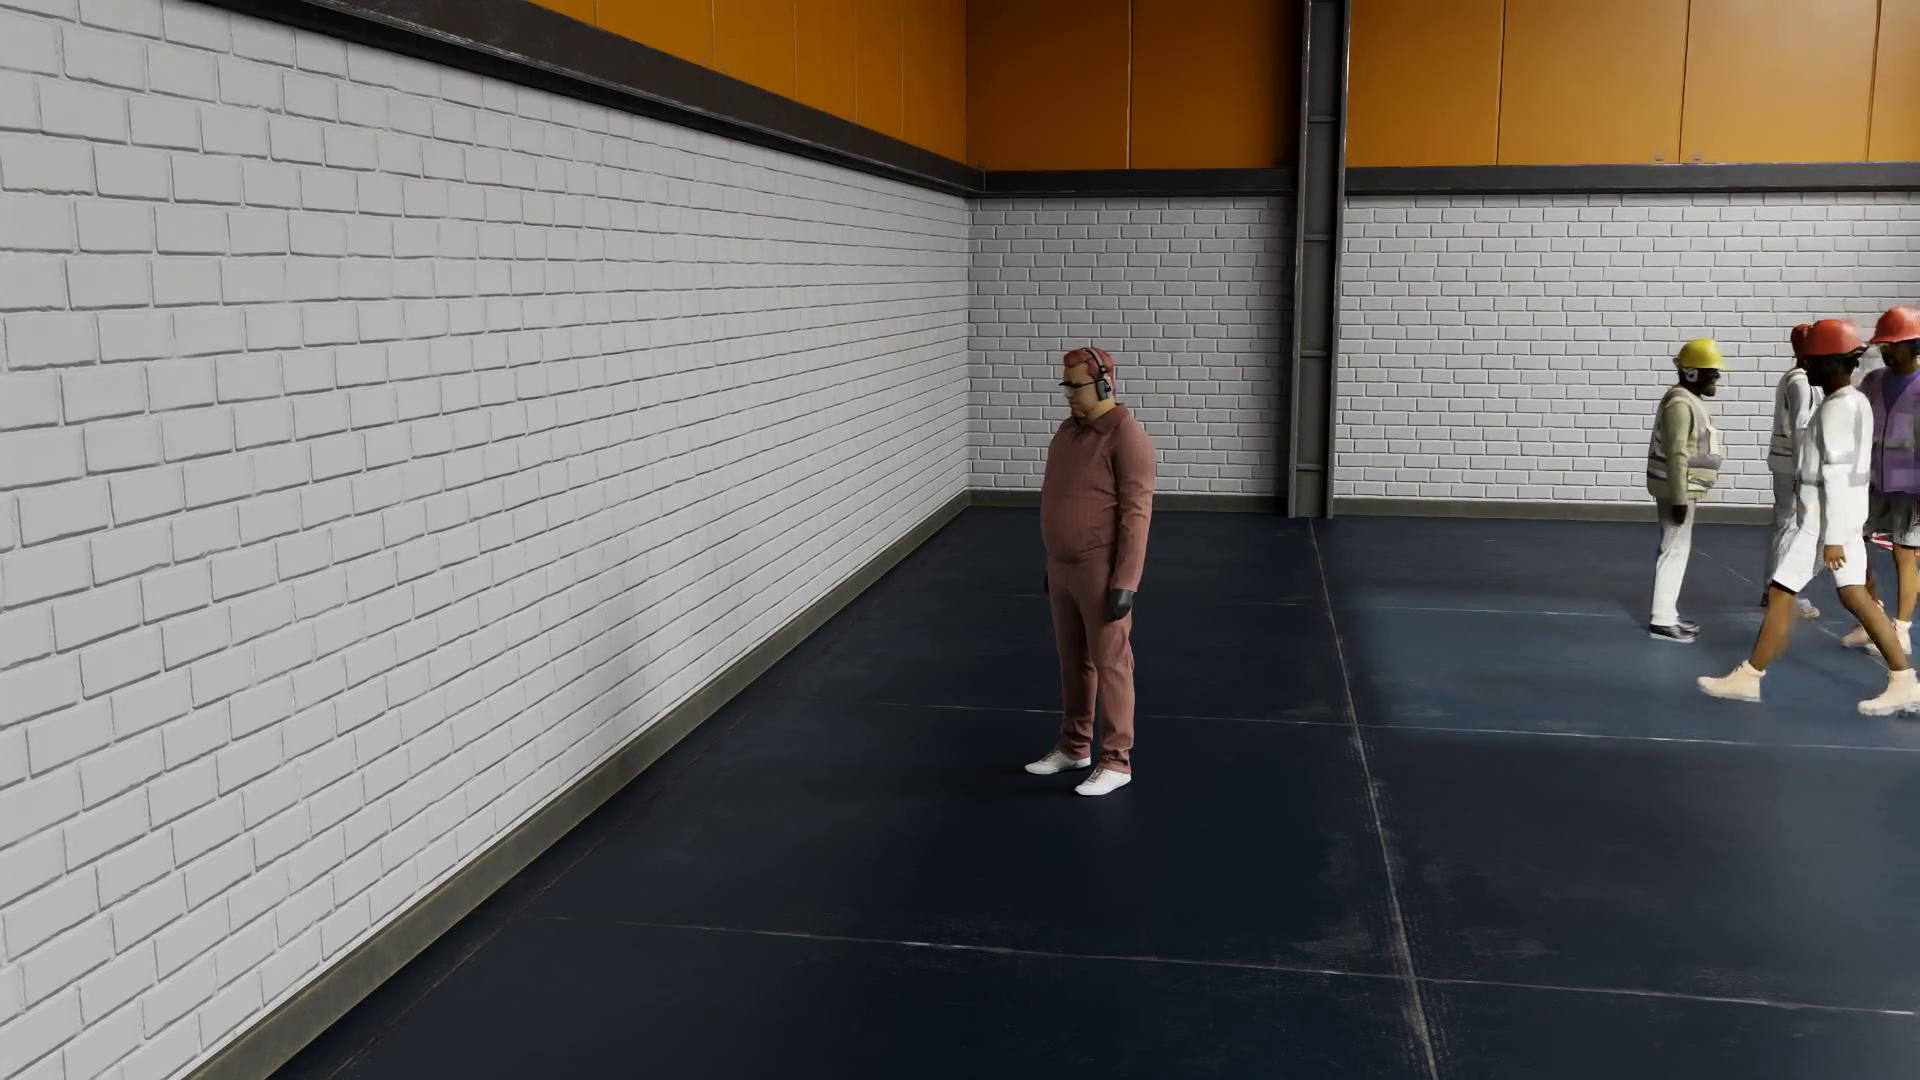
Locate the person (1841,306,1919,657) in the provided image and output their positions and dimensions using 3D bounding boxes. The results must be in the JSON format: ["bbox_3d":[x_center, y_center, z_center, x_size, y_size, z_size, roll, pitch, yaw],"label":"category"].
[{"bbox_3d":[5.342,-0.317,9.514,0.503,2.019,0.635,-4,10,-23],"label":"person"}]

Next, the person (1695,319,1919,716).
[{"bbox_3d":[4.379,-0.109,8.341,1.066,1.992,0.628,7,12,38],"label":"person"}]

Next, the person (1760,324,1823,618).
[{"bbox_3d":[5.416,-0.450,10.763,0.355,1.883,0.572,3,10,20],"label":"person"}]

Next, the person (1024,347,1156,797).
[{"bbox_3d":[0.542,0.130,7.112,0.409,1.903,0.639,-5,11,-30],"label":"person"}]

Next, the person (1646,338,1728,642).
[{"bbox_3d":[4.366,-0.304,10.056,0.404,1.823,0.606,5,10,29],"label":"person"}]
